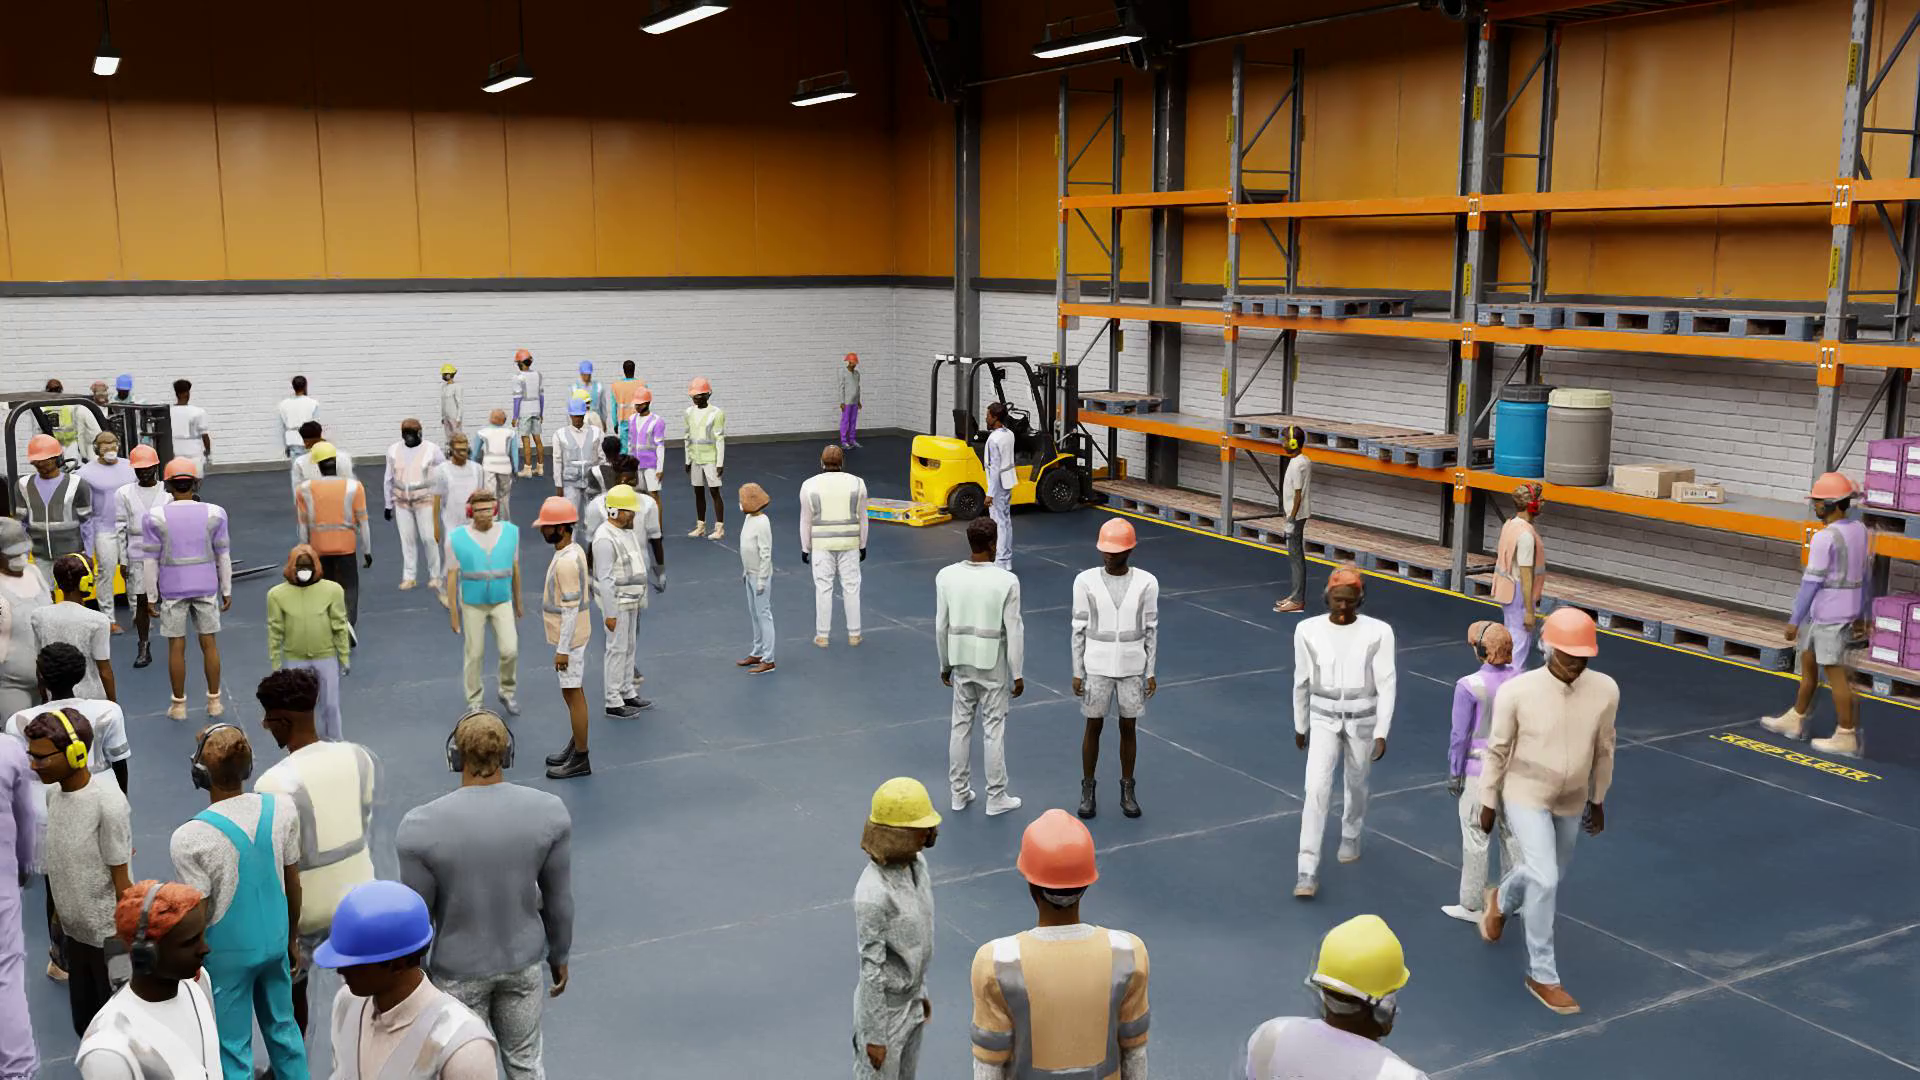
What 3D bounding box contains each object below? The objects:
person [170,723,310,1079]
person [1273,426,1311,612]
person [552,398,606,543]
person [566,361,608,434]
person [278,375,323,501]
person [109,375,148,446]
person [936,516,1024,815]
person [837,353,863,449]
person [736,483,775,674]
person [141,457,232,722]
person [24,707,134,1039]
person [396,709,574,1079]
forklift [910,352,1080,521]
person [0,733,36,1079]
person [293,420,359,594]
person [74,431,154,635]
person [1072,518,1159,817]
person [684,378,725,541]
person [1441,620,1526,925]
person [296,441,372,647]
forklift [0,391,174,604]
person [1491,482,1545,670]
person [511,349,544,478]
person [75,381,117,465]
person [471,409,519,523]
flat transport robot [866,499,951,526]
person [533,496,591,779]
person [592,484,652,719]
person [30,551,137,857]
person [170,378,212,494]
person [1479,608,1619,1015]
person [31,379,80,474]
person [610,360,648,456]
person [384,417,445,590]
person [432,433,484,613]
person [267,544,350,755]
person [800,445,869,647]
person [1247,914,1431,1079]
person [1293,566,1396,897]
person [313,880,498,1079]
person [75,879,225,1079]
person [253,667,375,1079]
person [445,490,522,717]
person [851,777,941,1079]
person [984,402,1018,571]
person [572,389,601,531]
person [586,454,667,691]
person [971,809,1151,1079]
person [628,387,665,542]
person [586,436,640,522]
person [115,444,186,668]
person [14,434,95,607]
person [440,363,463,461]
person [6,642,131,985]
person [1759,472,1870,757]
[{"bbox_3d":[-2.719,1.587,6.285,0.344,1.847,0.504,6,12,31],"label":"person"},{"bbox_3d":[3.322,-0.208,16.575,0.328,1.865,0.518,3,10,19],"label":"person"},{"bbox_3d":[-4.322,-0.658,18.959,0.598,1.940,0.407,-4,11,-21],"label":"person"},{"bbox_3d":[-5.736,-1.797,25.616,0.649,1.889,1.004,-4,10,-20],"label":"person"},{"bbox_3d":[-8.957,-1.307,22.784,0.631,1.895,0.693,1,10,4],"label":"person"},{"bbox_3d":[-11.613,-1.367,23.191,0.650,1.886,1.027,-3,10,-18],"label":"person"},{"bbox_3d":[0.128,0.800,10.605,0.596,1.918,0.380,5,11,27],"label":"person"},{"bbox_3d":[-1.992,-2.541,30.330,0.330,1.748,0.560,7,12,35],"label":"person"},{"bbox_3d":[-1.746,0.319,14.199,0.278,1.633,0.498,-4,11,-23],"label":"person"},{"bbox_3d":[-5.906,0.377,12.743,0.611,2.030,0.410,-7,12,-33],"label":"person"},{"bbox_3d":[-3.379,1.553,6.472,0.526,1.856,0.333,6,12,33],"label":"person"},{"bbox_3d":[-1.736,1.573,6.145,0.635,1.928,0.382,-6,11,-30],"label":"person"},{"bbox_3d":[0.460,-1.461,22.833,2.313,2.155,1.214,-5,11,-28],"label":"forklift"},{"bbox_3d":[-4.204,1.462,6.992,0.639,1.861,1.002,-8,12,-38],"label":"person"},{"bbox_3d":[-6.282,-0.227,16.477,0.638,1.927,0.607,2,10,14],"label":"person"},{"bbox_3d":[-7.937,-0.069,15.607,0.377,1.927,0.635,8,13,40],"label":"person"},{"bbox_3d":[0.982,0.808,10.516,0.548,1.934,0.375,0,10,0],"label":"person"},{"bbox_3d":[-3.191,-1.002,20.672,0.604,2.034,0.418,6,11,30],"label":"person"},{"bbox_3d":[2.835,1.240,8.916,0.513,1.631,0.318,-5,11,-26],"label":"person"},{"bbox_3d":[-5.634,0.053,14.991,0.612,1.890,0.727,-2,10,-13],"label":"person"},{"bbox_3d":[-9.026,-0.363,16.508,1.214,2.155,2.313,6,11,29],"label":"forklift"},{"bbox_3d":[4.249,0.478,12.655,0.378,1.848,0.569,1,10,6],"label":"person"},{"bbox_3d":[-6.881,-2.012,26.441,0.381,2.044,0.605,7,12,35],"label":"person"},{"bbox_3d":[-11.518,-1.219,22.395,0.633,1.871,0.995,-7,12,-36],"label":"person"},{"bbox_3d":[-5.908,-0.863,21.128,0.587,1.586,0.866,-3,10,-17],"label":"person"},{"bbox_3d":[-0.893,-0.386,22.176,1.431,0.197,0.652,7,12,34],"label":"flat transport robot"},{"bbox_3d":[-2.702,0.659,11.365,0.353,1.939,0.544,-2,10,-12],"label":"person"},{"bbox_3d":[-2.608,0.470,12.803,0.403,1.820,0.603,1,10,6],"label":"person"},{"bbox_3d":[-5.115,0.994,9.675,0.512,1.861,0.325,1,10,8],"label":"person"},{"bbox_3d":[-10.147,-1.144,21.762,0.607,1.939,0.811,0,10,-2],"label":"person"},{"bbox_3d":[2.819,1.220,8.148,0.624,1.947,0.928,-2,10,-10],"label":"person"},{"bbox_3d":[-12.607,-1.343,23.300,0.659,1.791,0.949,-8,13,-39],"label":"person"},{"bbox_3d":[-5.101,-1.826,25.761,0.592,1.910,0.400,1,10,7],"label":"person"},{"bbox_3d":[-5.789,-0.388,17.687,0.638,1.845,0.430,1,10,4],"label":"person"},{"bbox_3d":[-4.934,-0.155,16.389,0.506,1.826,0.475,-9,13,-41],"label":"person"},{"bbox_3d":[-4.433,0.820,11.349,0.505,1.623,0.313,-3,10,-19],"label":"person"},{"bbox_3d":[-1.141,0.055,15.117,0.619,1.845,0.430,-2,10,-9],"label":"person"},{"bbox_3d":[1.060,1.908,4.540,0.417,1.819,0.595,-8,12,-37],"label":"person"},{"bbox_3d":[2.172,1.047,9.459,0.573,1.829,1.026,3,10,15],"label":"person"},{"bbox_3d":[-1.491,1.842,4.534,0.606,1.943,0.403,7,12,33],"label":"person"},{"bbox_3d":[-2.208,1.853,4.661,0.357,1.880,0.574,0,10,0],"label":"person"},{"bbox_3d":[-2.591,1.465,6.830,0.991,1.912,0.617,5,11,27],"label":"person"},{"bbox_3d":[-3.630,0.497,12.696,0.585,1.809,0.508,-6,11,-31],"label":"person"},{"bbox_3d":[-0.215,1.690,5.985,0.314,1.744,0.487,3,10,19],"label":"person"},{"bbox_3d":[0.437,-0.575,18.523,0.392,1.920,0.589,3,10,17],"label":"person"},{"bbox_3d":[-4.817,-1.029,21.401,0.404,1.827,0.589,1,10,6],"label":"person"},{"bbox_3d":[-2.687,0.271,13.600,0.635,1.934,0.818,-6,12,-32],"label":"person"},{"bbox_3d":[0.293,1.756,5.039,0.545,1.942,0.354,-2,10,-11],"label":"person"},{"bbox_3d":[-3.894,-0.930,20.551,0.544,1.929,0.388,6,11,30],"label":"person"},{"bbox_3d":[-3.652,-0.266,17.437,0.553,1.663,0.769,-4,11,-23],"label":"person"},{"bbox_3d":[-6.979,0.136,14.377,0.552,1.937,0.356,-4,11,-21],"label":"person"},{"bbox_3d":[-7.759,0.105,14.258,0.615,2.038,0.395,-2,10,-9],"label":"person"},{"bbox_3d":[-8.306,-1.996,27.145,0.524,1.770,0.315,8,13,40],"label":"person"},{"bbox_3d":[-4.353,1.332,8.177,0.536,1.700,0.318,-6,12,-32],"label":"person"},{"bbox_3d":[6.130,0.511,11.960,0.621,2.015,0.886,-8,13,-38],"label":"person"}]
